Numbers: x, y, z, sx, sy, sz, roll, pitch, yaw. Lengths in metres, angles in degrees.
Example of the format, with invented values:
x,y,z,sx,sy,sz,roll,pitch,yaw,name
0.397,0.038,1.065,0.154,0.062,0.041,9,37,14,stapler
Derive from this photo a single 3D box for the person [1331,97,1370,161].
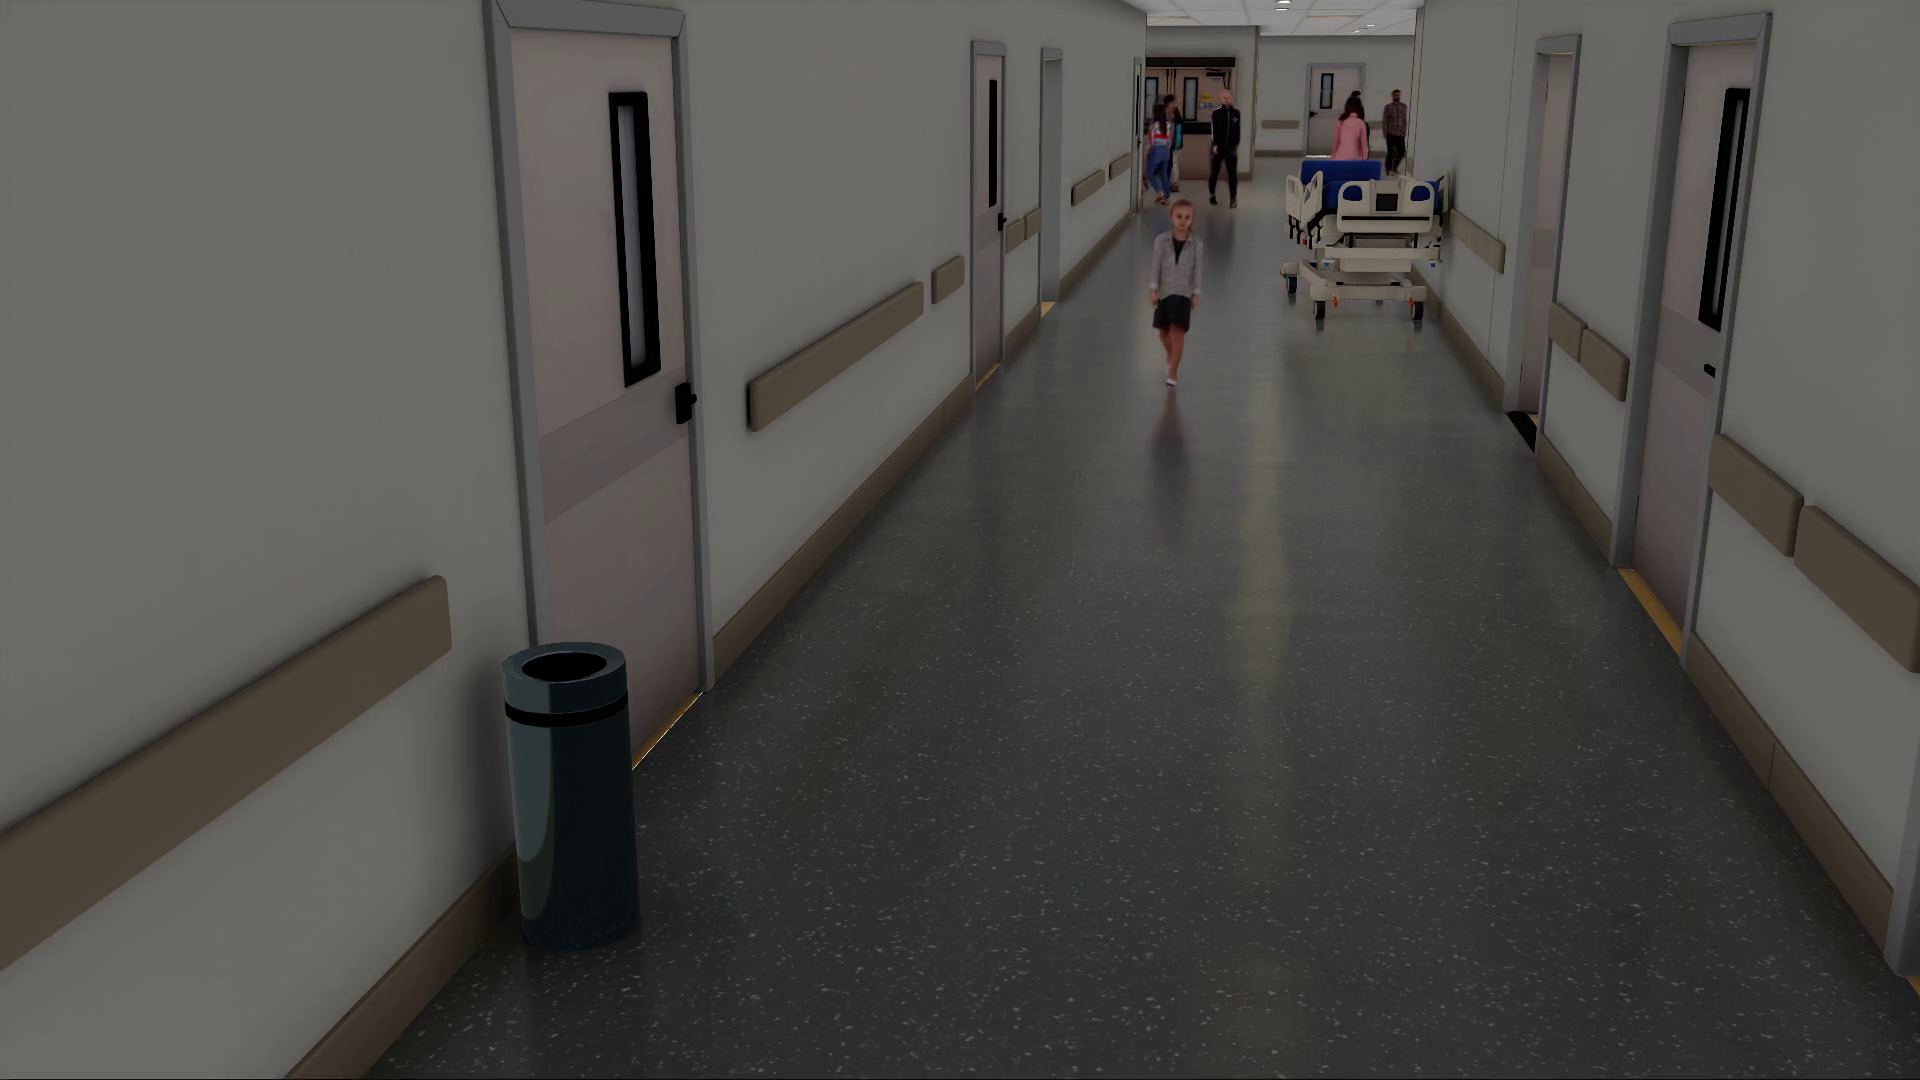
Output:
x,y,z,sx,sy,sz,roll,pitch,yaw,name
5.110,-4.922,21.973,0.601,1.782,0.748,6,17,19,person

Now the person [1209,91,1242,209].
x,y,z,sx,sy,sz,roll,pitch,yaw,name
4.127,-6.135,26.281,1.244,1.778,0.903,-1,16,-5,person

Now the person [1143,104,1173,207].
x,y,z,sx,sy,sz,roll,pitch,yaw,name
3.234,-6.181,26.779,0.746,1.596,0.808,-8,18,-26,person

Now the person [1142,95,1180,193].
x,y,z,sx,sy,sz,roll,pitch,yaw,name
3.581,-7.046,29.662,0.962,1.697,0.706,0,16,0,person

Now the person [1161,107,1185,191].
x,y,z,sx,sy,sz,roll,pitch,yaw,name
3.933,-7.227,30.668,0.728,1.500,0.684,-7,17,-23,person

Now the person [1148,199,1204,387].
x,y,z,sx,sy,sz,roll,pitch,yaw,name
1.496,-1.723,11.585,0.808,1.254,0.610,5,16,16,person

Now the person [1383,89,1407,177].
x,y,z,sx,sy,sz,roll,pitch,yaw,name
8.992,-8.443,34.525,0.732,1.748,0.874,-4,16,-14,person
